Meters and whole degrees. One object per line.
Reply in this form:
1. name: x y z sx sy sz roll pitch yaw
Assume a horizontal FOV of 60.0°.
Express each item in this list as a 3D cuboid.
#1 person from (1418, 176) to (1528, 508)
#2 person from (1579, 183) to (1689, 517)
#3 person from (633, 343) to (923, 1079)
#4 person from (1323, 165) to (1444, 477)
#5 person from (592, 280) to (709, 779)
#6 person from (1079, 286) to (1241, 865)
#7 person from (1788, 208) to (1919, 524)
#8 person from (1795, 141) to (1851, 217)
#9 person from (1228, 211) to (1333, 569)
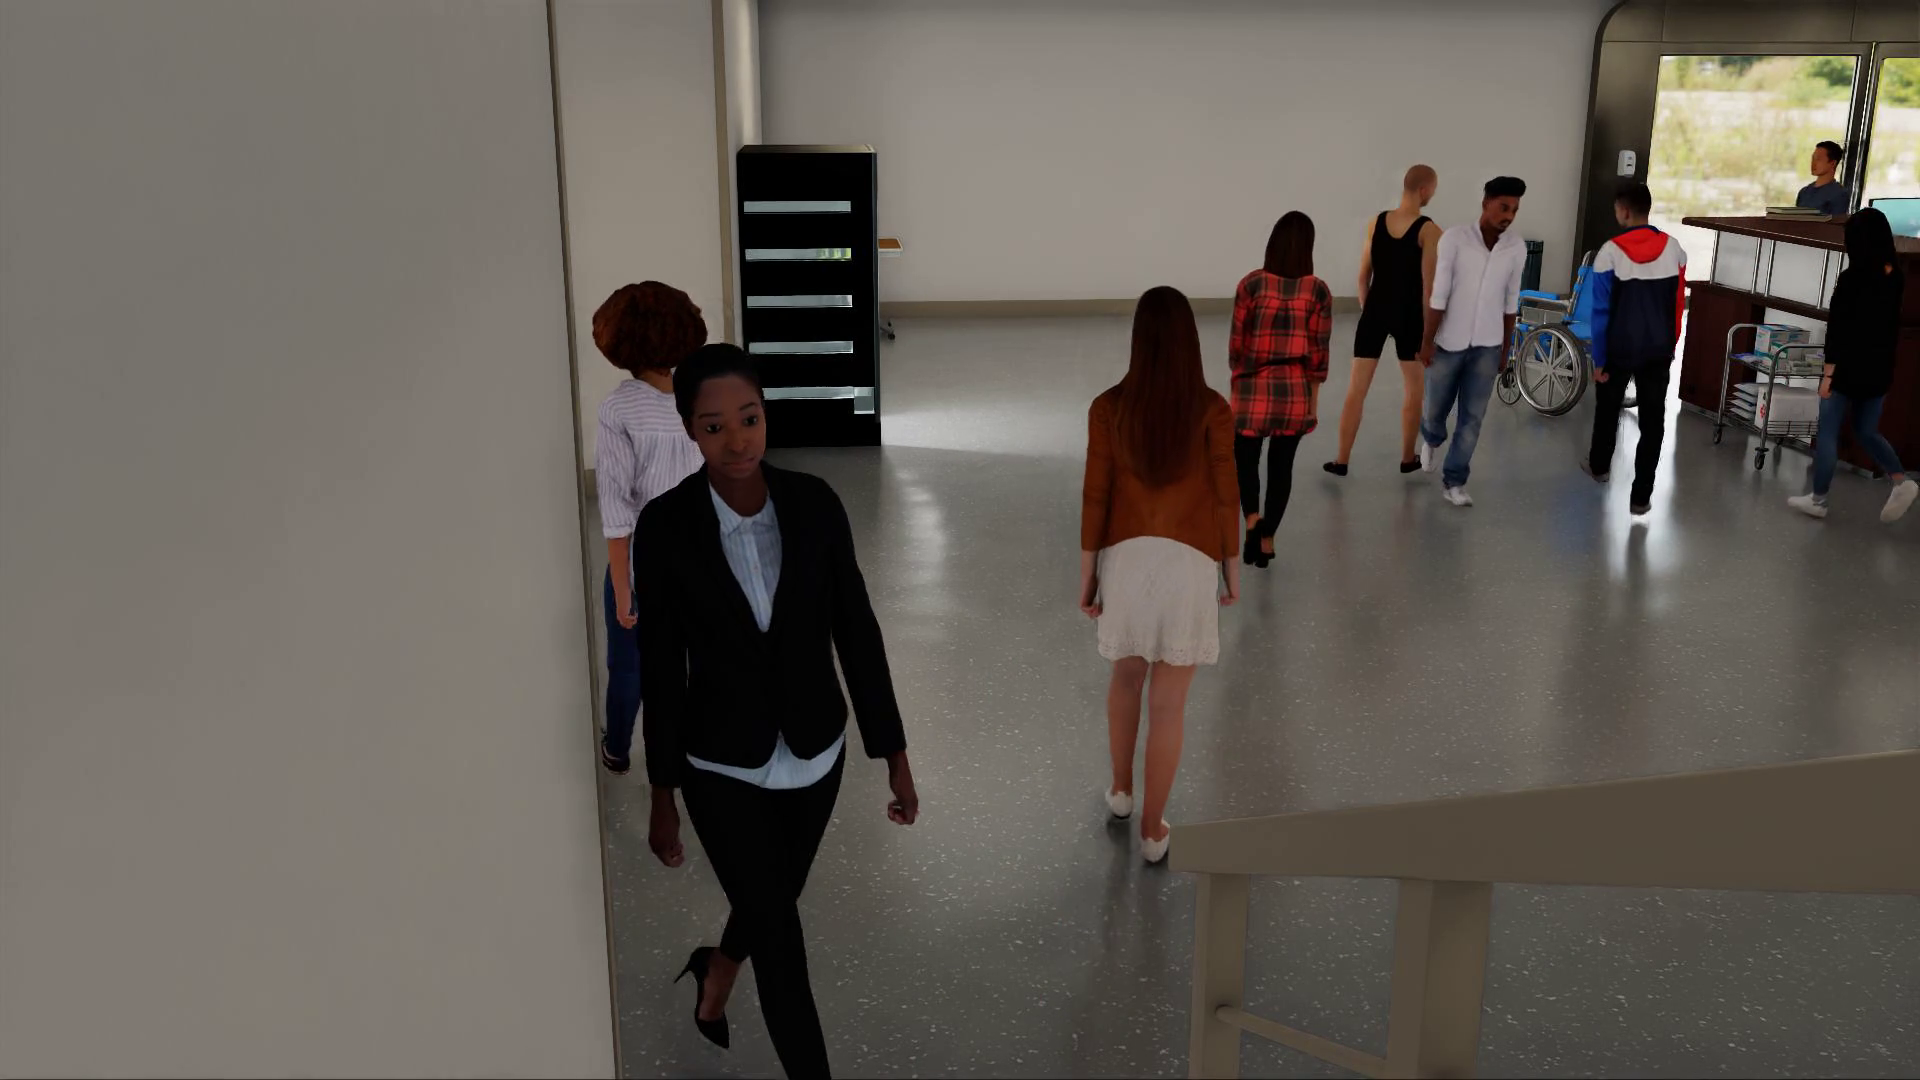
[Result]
1. person: 2.769 -1.098 9.145 0.812 1.759 1.088 3 16 10
2. person: 3.587 -0.961 8.767 0.883 1.701 1.205 3 16 12
3. person: -0.436 0.497 3.434 0.937 1.788 1.229 -8 18 -26
4. person: 2.430 -1.219 9.534 1.016 1.782 1.086 10 19 33
5. person: -0.851 0.091 5.100 1.051 1.667 1.219 -13 20 -39
6. person: 0.571 0.139 4.863 0.729 1.702 0.781 5 17 18
7. person: 4.693 -0.865 8.570 0.685 1.622 0.985 -4 16 -15
8. person: 6.544 -2.074 12.597 0.771 1.766 1.066 0 16 -2
9. person: 1.444 -0.637 7.655 0.745 1.681 0.964 2 16 8
